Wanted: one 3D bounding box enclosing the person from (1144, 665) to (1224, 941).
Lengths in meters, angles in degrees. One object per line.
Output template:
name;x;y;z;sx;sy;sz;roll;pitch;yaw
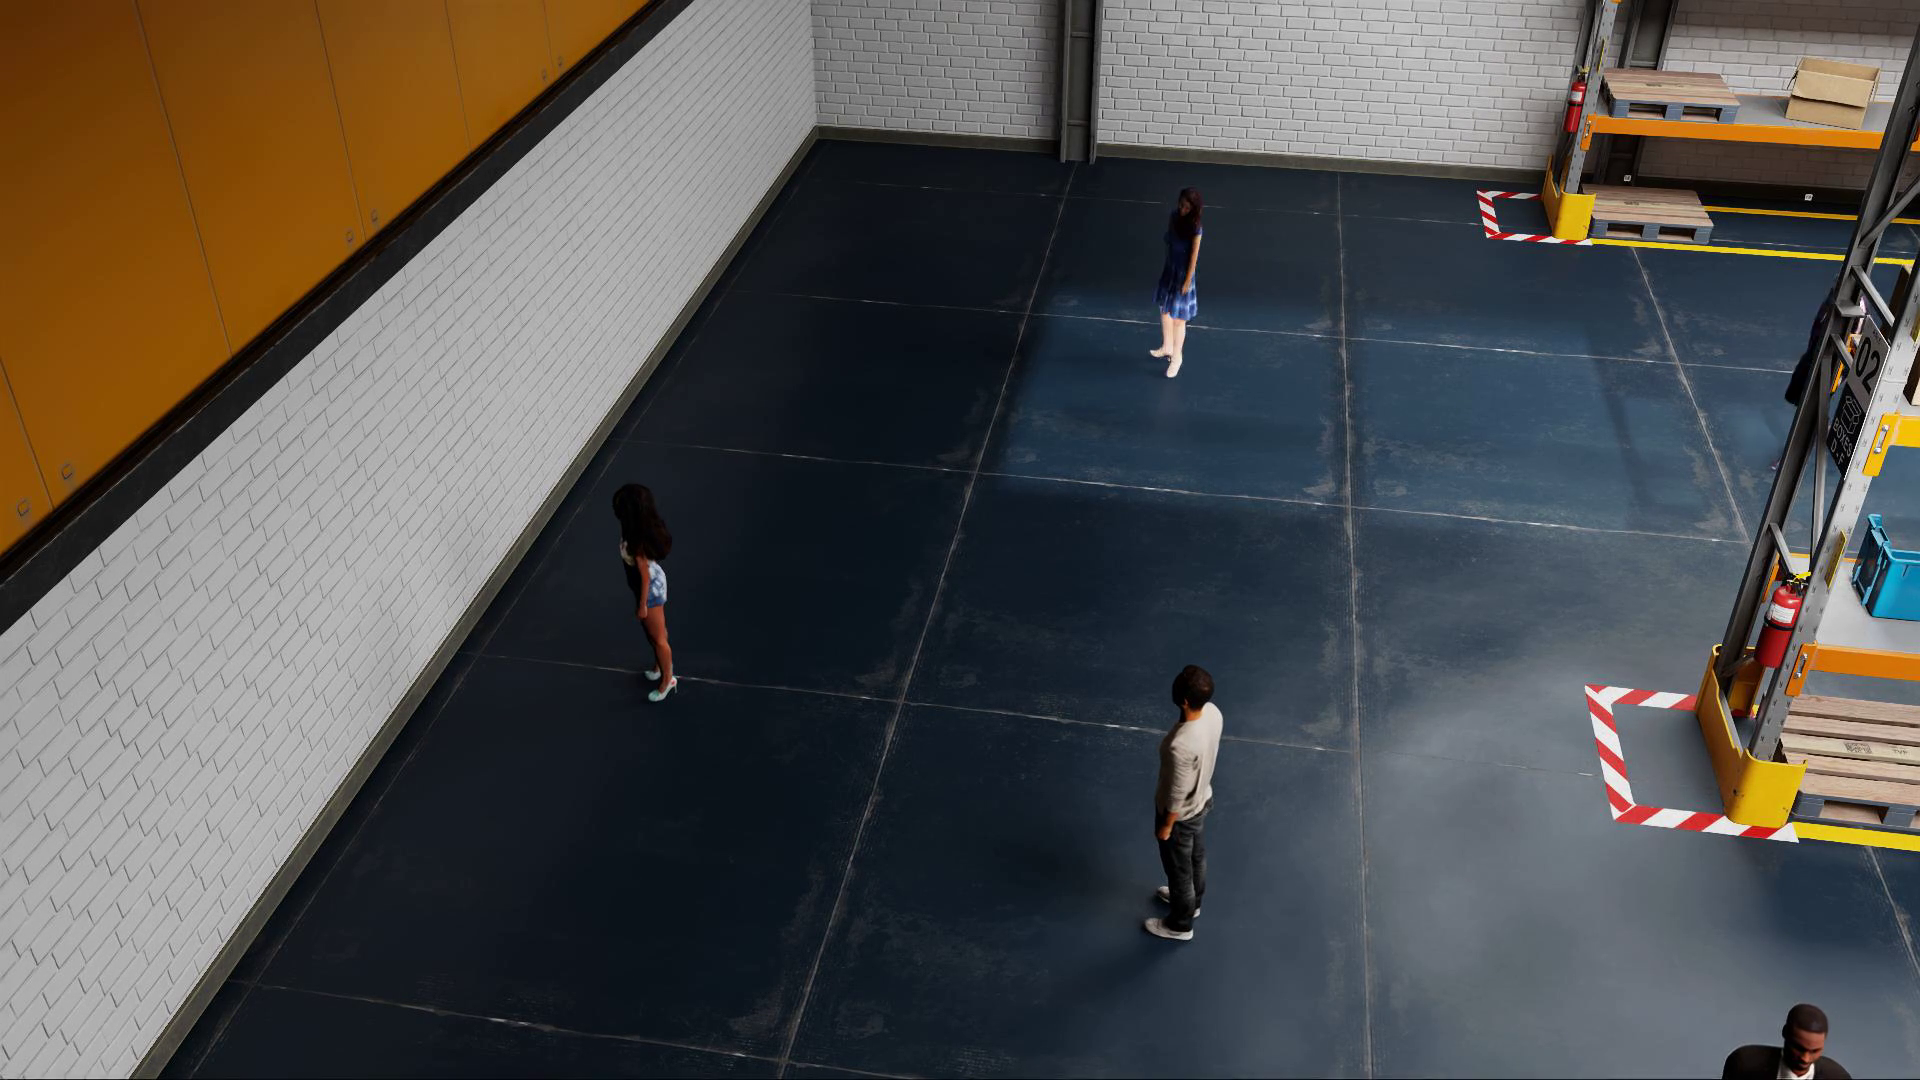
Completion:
person;1.224;1.420;8.976;0.665;1.811;0.715;17;37;24

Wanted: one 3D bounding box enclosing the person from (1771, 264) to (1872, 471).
person;6.941;-1.364;13.155;0.882;1.822;0.757;-1;34;-1

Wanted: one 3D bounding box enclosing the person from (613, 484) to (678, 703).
person;-2.025;0.336;10.776;0.672;1.623;0.650;-7;34;-10

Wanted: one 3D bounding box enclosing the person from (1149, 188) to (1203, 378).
person;1.888;-2.253;14.524;0.825;1.786;0.852;-7;34;-11

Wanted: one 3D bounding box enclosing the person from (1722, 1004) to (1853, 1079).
person;3.410;2.649;7.137;0.461;1.800;0.712;6;34;8
